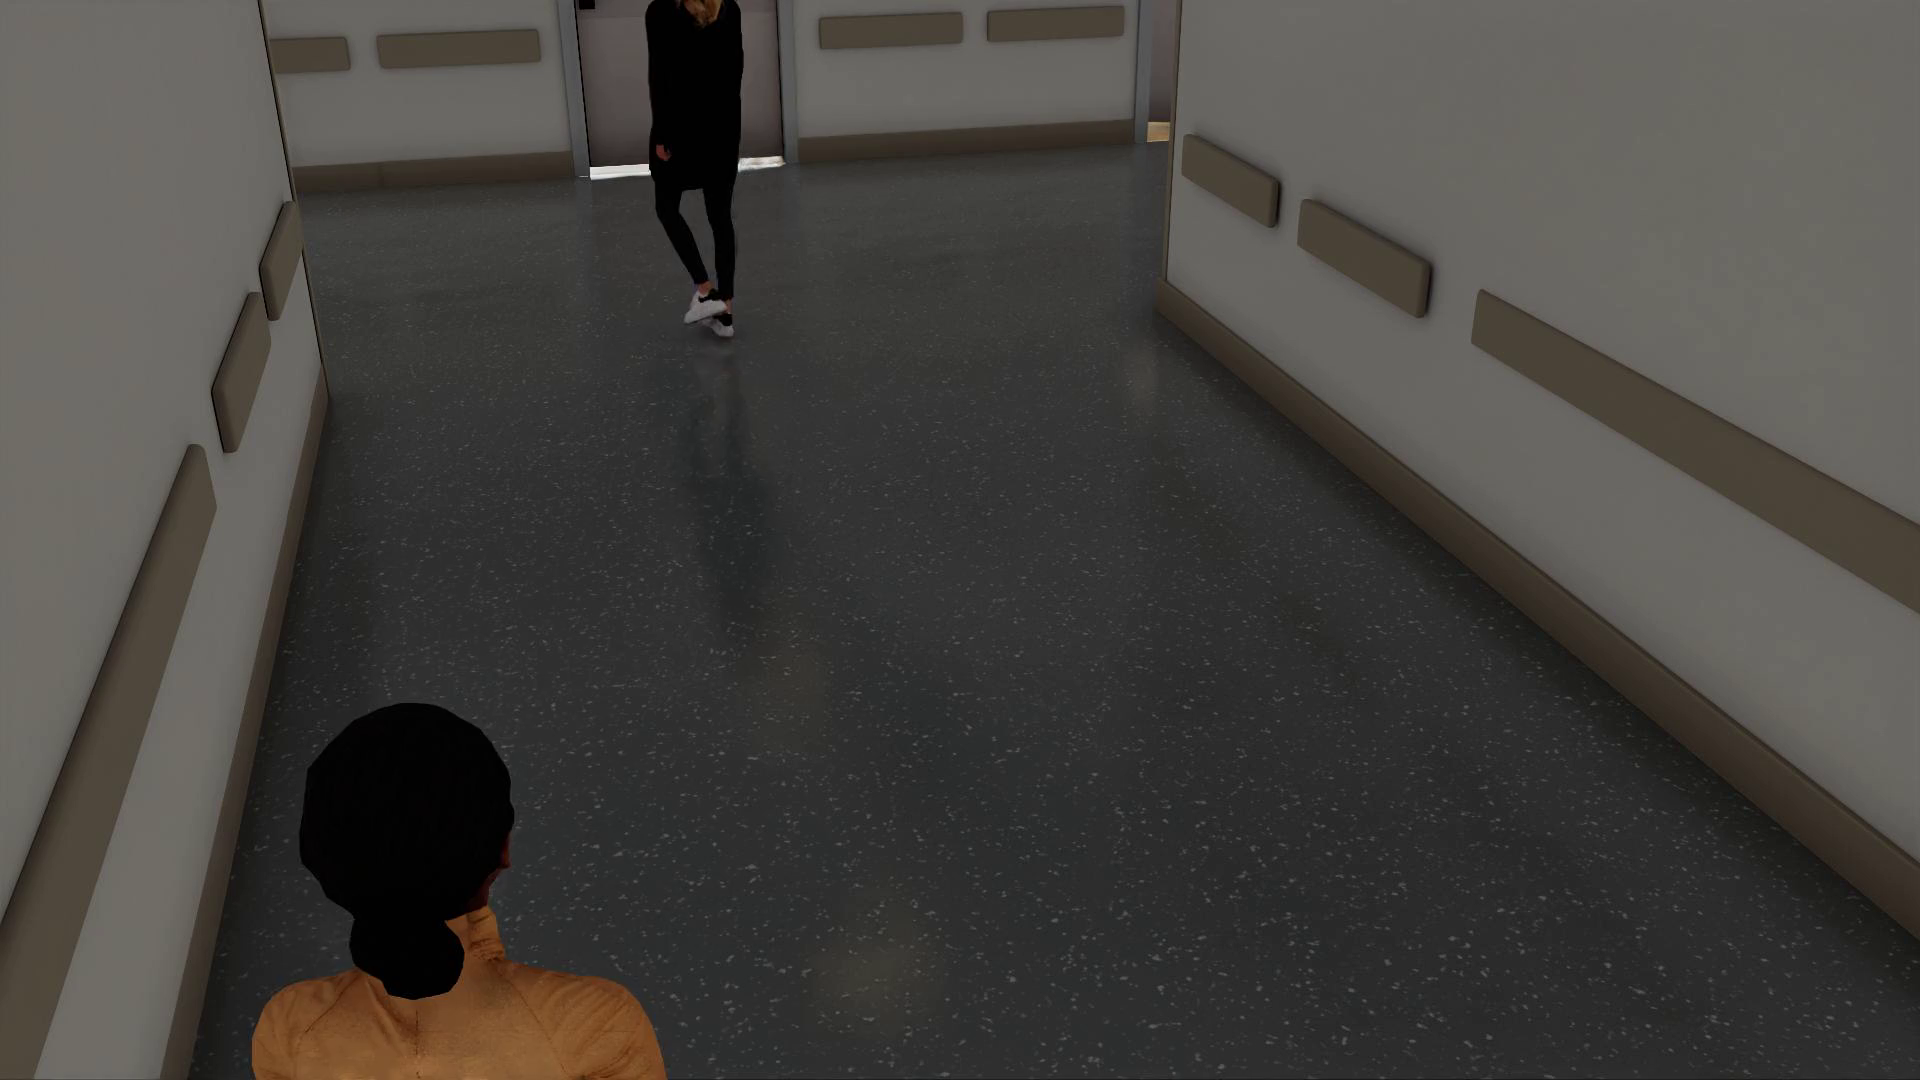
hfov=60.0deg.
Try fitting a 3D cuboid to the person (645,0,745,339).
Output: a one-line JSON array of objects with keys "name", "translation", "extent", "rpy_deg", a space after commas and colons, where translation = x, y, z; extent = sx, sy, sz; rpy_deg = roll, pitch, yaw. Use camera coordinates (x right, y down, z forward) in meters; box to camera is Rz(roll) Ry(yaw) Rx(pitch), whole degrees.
[{"name": "person", "translation": [-1.088, -1.724, 7.231], "extent": [0.673, 1.788, 0.775], "rpy_deg": [-17, 31, -32]}]

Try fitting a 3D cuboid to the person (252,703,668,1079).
[{"name": "person", "translation": [-0.499, 0.975, 1.833], "extent": [1.129, 1.616, 0.958], "rpy_deg": [4, 26, 7]}]
